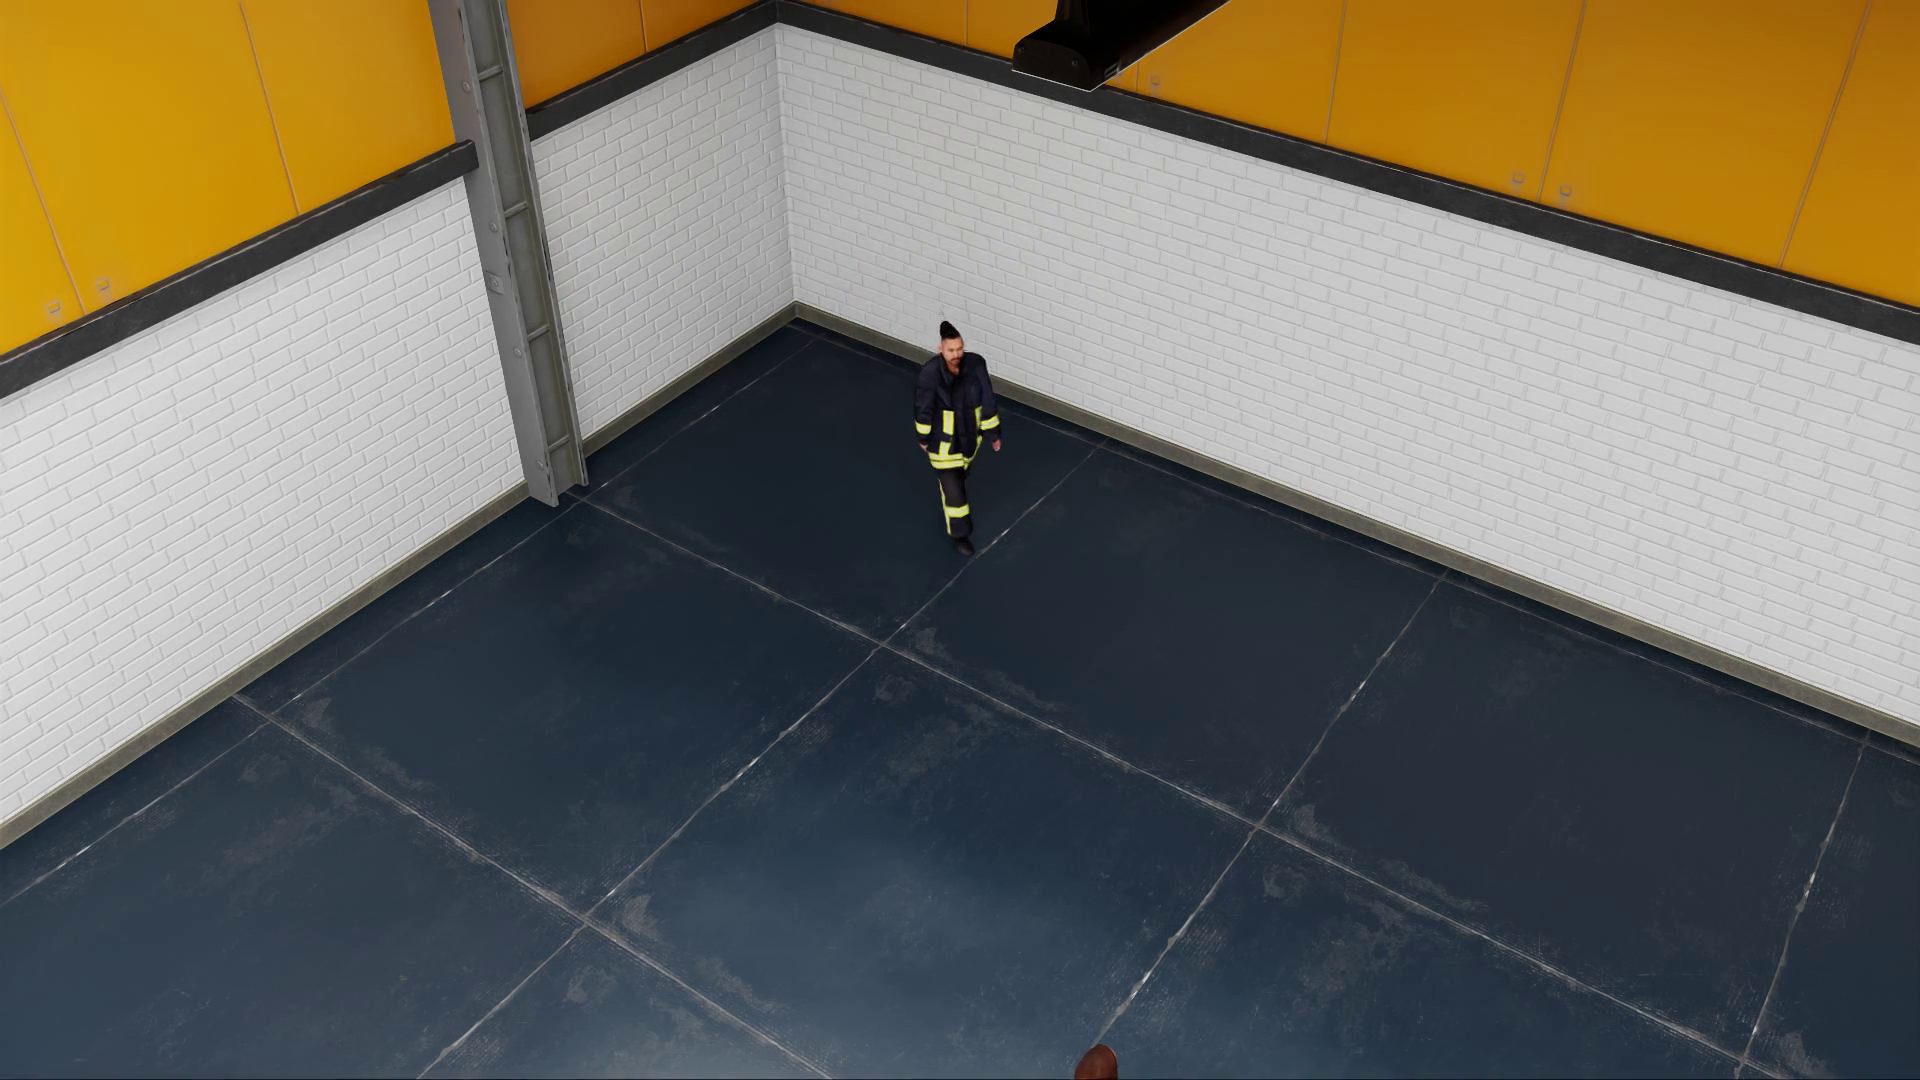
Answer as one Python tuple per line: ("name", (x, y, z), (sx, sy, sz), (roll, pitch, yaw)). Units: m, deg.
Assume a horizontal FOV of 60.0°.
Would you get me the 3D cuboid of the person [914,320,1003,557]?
("person", (-0.057, -0.872, 12.512), (1.214, 1.819, 1.166), (-16, 41, -19))
